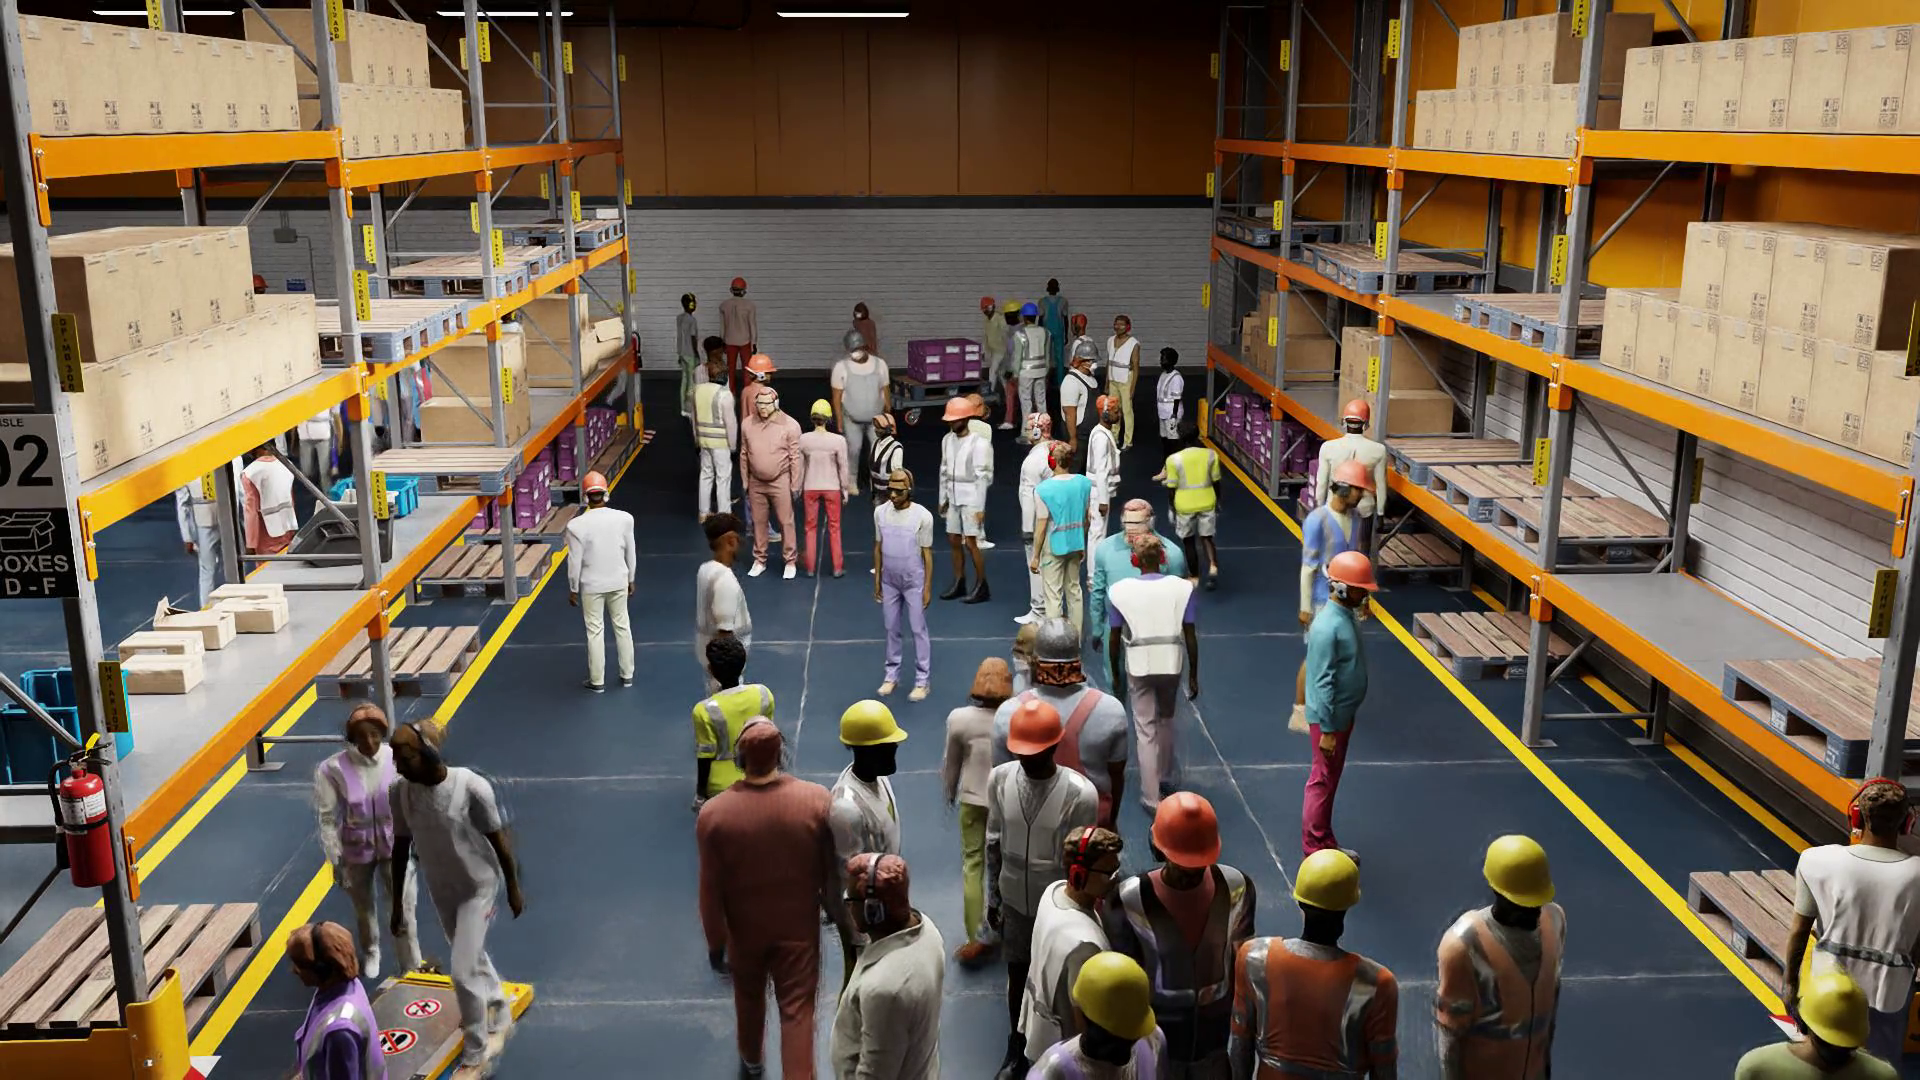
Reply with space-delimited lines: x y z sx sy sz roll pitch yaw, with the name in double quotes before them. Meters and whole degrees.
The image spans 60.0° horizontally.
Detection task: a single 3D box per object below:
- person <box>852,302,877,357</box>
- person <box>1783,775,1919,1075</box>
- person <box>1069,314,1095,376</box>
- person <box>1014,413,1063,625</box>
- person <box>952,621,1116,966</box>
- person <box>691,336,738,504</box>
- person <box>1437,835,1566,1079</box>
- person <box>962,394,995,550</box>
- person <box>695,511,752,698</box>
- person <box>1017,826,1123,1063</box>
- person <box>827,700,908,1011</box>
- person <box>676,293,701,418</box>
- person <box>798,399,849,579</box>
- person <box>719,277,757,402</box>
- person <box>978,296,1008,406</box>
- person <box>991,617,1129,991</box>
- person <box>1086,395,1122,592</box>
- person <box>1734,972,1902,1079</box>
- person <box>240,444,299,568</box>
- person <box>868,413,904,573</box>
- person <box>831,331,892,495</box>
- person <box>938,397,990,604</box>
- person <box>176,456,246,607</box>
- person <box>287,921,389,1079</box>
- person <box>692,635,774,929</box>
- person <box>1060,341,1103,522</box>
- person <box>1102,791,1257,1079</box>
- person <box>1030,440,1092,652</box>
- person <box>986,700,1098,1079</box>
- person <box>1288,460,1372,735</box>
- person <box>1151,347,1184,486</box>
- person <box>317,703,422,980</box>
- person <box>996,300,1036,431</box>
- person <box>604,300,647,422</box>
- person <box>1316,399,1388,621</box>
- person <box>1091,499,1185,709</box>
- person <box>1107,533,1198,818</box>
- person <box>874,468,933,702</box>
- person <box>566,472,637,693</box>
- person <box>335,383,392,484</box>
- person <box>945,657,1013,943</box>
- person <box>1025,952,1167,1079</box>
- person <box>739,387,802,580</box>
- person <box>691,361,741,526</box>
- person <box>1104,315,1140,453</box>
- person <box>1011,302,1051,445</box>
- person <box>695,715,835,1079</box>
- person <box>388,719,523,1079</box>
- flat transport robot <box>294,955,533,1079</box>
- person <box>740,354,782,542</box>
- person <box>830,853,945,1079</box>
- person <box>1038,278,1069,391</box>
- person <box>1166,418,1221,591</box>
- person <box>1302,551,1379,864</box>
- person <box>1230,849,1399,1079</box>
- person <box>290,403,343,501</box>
"person" -1.454 -3.028 26.558 0.507 1.571 0.900 10 17 34
"person" 3.679 1.864 6.815 0.560 1.836 0.393 8 16 28
"person" 1.606 -2.068 22.167 0.360 1.877 0.588 6 16 23
"person" 0.712 -0.188 14.748 0.400 1.900 0.646 9 17 30
"person" 0.472 1.333 8.826 1.054 1.886 0.632 -10 17 -34
"person" -2.874 -1.398 19.397 0.661 1.957 0.385 13 19 41
"person" 2.028 1.973 6.244 0.604 1.903 0.428 -7 16 -26
"person" 0.138 -0.714 17.331 0.509 1.632 0.265 10 17 34
"person" -1.525 0.793 10.850 0.370 1.934 0.763 -5 15 -18
"person" 0.427 1.967 6.397 0.396 1.840 0.564 -2 14 -8
"person" -0.410 1.639 7.504 0.364 1.930 0.588 2 14 6
"person" -4.055 -2.751 24.890 0.332 1.861 0.541 -11 18 -36
"person" -1.339 -0.494 16.212 0.533 1.765 0.331 1 14 4
"person" -3.455 -3.105 26.023 0.618 1.985 0.408 3 15 13
"person" 0.516 -2.941 25.939 0.816 1.692 0.600 -7 16 -24
"person" 0.490 1.360 8.381 0.682 2.000 0.535 0 14 -1
"person" 1.357 -0.438 15.754 0.360 1.882 0.575 1 14 5
"person" 2.843 2.204 5.667 0.524 1.749 0.573 3 15 11
"person" -5.861 -0.048 14.181 0.405 1.909 0.597 3 15 13
"person" -0.716 -0.433 16.237 0.312 1.631 0.514 -9 17 -32
"person" -1.146 -1.503 19.621 0.725 2.000 0.726 -3 15 -10
"person" 0.024 -0.367 15.376 0.579 1.928 0.406 14 20 43
"person" -6.460 -0.106 14.425 0.398 1.910 0.598 14 20 43
"person" -2.239 2.151 6.096 0.313 1.631 0.528 -6 15 -22
"person" -1.242 1.343 9.140 0.319 1.693 0.532 13 19 42
"person" 1.388 -1.209 18.465 0.535 2.000 0.681 6 16 24
"person" 0.836 1.896 6.306 0.612 2.031 0.403 -4 15 -14
"person" 0.835 0.094 13.738 0.567 1.847 0.389 -11 18 -36
"person" 0.351 1.634 7.538 0.543 1.929 0.386 7 16 26
"person" 2.728 0.405 12.168 0.637 2.024 0.419 -12 18 -39
"person" 2.567 -1.519 20.389 0.319 1.690 0.515 -4 15 -15
"person" -2.964 1.577 8.434 0.523 1.593 0.821 -6 16 -23
"person" 0.851 -2.519 23.985 0.920 1.862 0.550 -10 18 -35
"person" -4.971 -2.663 24.624 0.669 1.816 0.601 11 18 36
"person" 3.489 -0.265 14.851 0.623 1.992 0.391 4 15 14
"person" 1.219 0.637 11.513 0.658 1.899 0.398 5 15 19
"person" 1.236 0.848 10.864 0.568 1.798 0.783 -2 14 -6
"person" -0.440 0.337 12.813 0.502 1.838 0.342 7 16 24
"person" -2.809 0.325 13.033 0.561 1.742 0.337 -9 17 -31
"person" -7.013 -1.455 19.941 0.985 1.786 0.655 0 14 -1
"person" 0.172 1.404 9.056 0.528 1.595 0.743 3 15 13
"person" 0.458 2.192 5.375 0.589 1.913 0.399 -11 18 -37
"person" -1.849 -0.551 16.182 0.642 1.899 0.394 4 15 16
"person" -2.665 -1.042 18.288 0.651 1.825 0.432 12 18 38
"person" 2.176 -2.106 22.368 0.384 1.849 0.569 -12 19 -39
"person" 0.970 -2.287 22.883 0.607 1.947 0.405 -9 17 -31
"person" -0.839 1.695 7.451 0.643 1.863 1.001 -2 14 -7
"person" -2.346 1.652 7.704 0.533 1.796 0.747 5 15 18
"flat transport robot" -2.633 2.400 7.826 0.652 0.197 1.431 3 15 11
"person" -2.108 -0.975 17.638 0.388 1.992 0.625 -8 17 -30
"person" -0.269 2.031 6.049 0.402 1.895 0.653 2 14 10
"person" 1.533 -3.370 27.342 0.518 1.846 0.345 1 14 2
"person" 2.222 -0.298 15.637 0.559 1.671 0.563 -3 15 -11
"person" 2.214 1.030 9.781 0.386 1.989 0.608 6 15 21
"person" 1.271 2.021 6.009 0.594 1.926 0.368 6 16 24
"person" -7.156 -1.111 18.502 0.606 1.830 0.436 0 14 0
